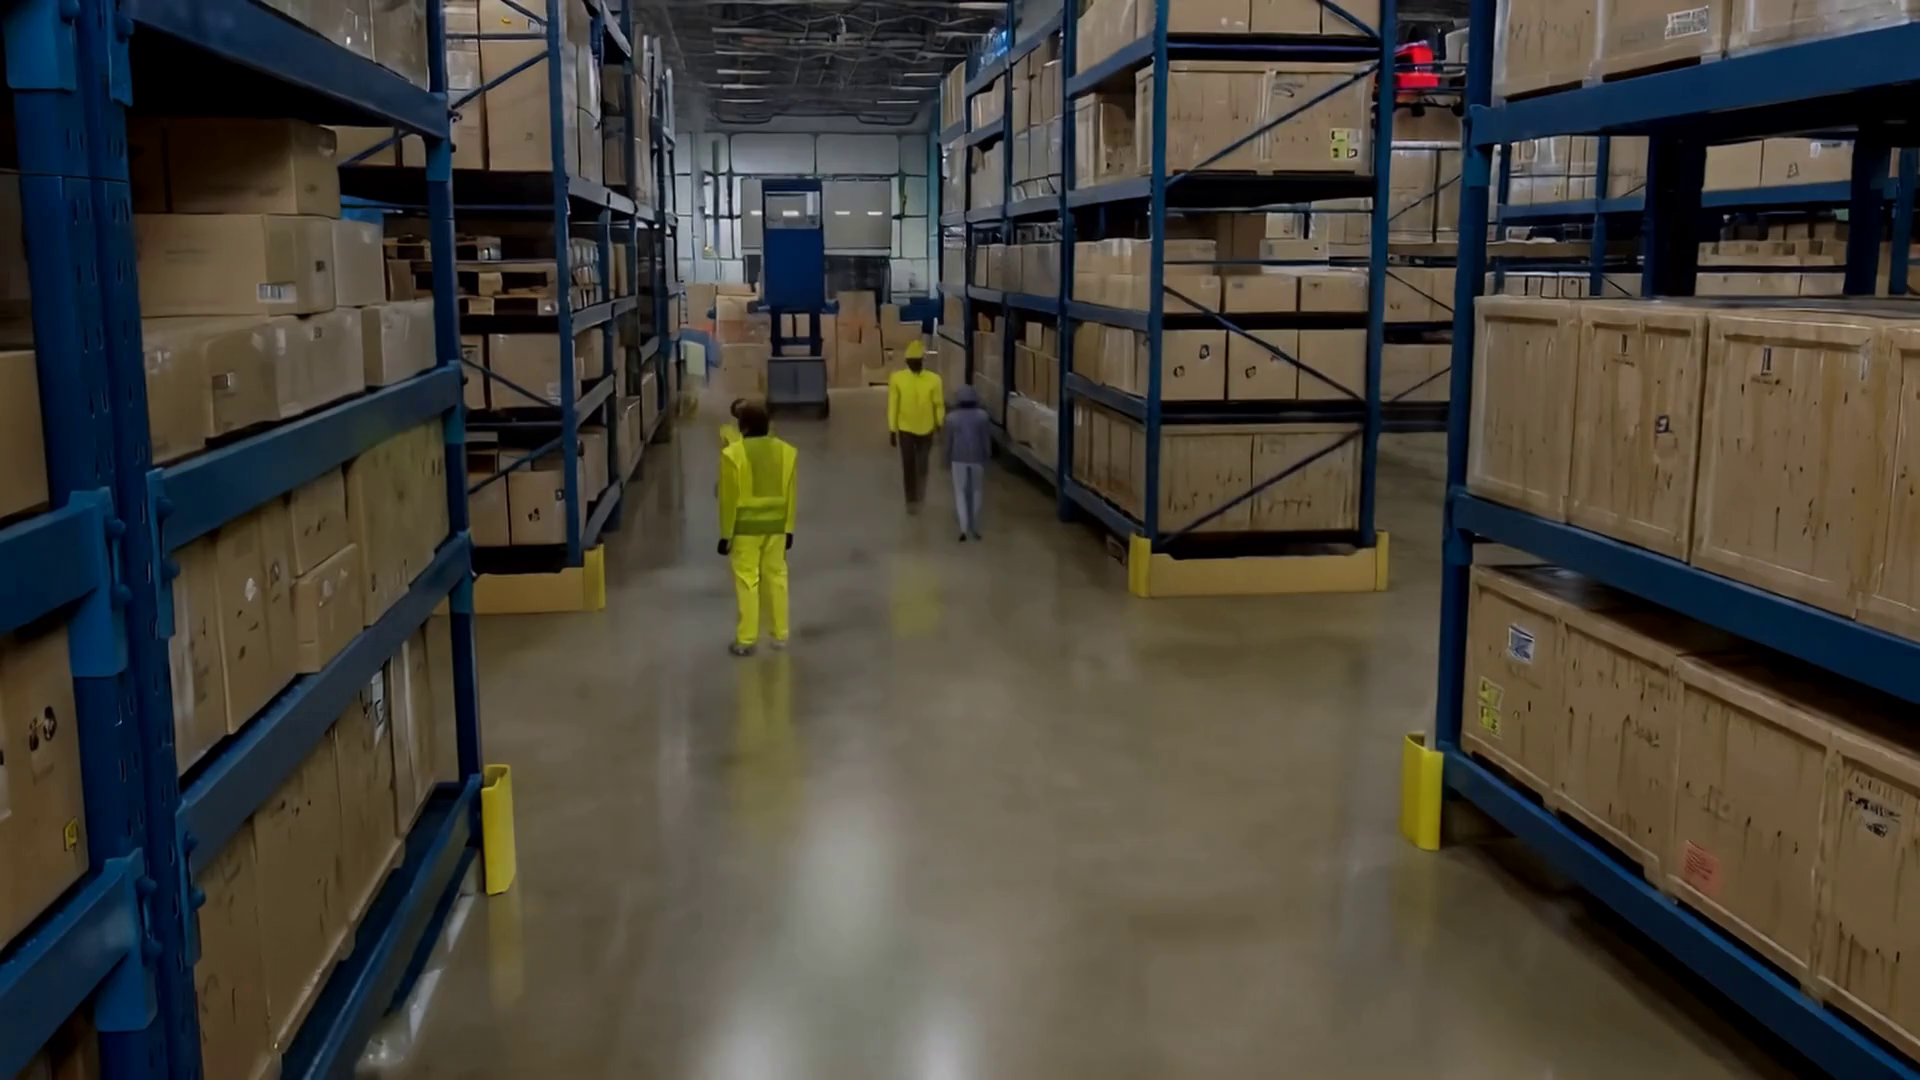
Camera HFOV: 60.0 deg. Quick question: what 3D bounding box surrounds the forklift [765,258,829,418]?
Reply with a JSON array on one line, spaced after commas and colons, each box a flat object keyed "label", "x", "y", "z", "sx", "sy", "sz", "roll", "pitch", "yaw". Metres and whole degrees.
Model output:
[{"label": "forklift", "x": -2.944, "y": -3.646, "z": 29.795, "sx": 1.129, "sy": 2.768, "sz": 1.873, "roll": -1, "pitch": 10, "yaw": -7}]

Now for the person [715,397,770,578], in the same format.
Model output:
[{"label": "person", "x": -1.957, "y": -0.469, "z": 14.959, "sx": 0.556, "sy": 1.617, "sz": 0.585, "roll": 1, "pitch": 10, "yaw": 5}]

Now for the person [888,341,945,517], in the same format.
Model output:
[{"label": "person", "x": -0.483, "y": -1.272, "z": 18.704, "sx": 0.633, "sy": 1.947, "sz": 1.016, "roll": -1, "pitch": 10, "yaw": -5}]

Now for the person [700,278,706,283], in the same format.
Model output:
[{"label": "person", "x": -10.731, "y": -9.874, "z": 68.888, "sx": 0.674, "sy": 1.916, "sz": 0.441, "roll": 1, "pitch": 10, "yaw": 4}]

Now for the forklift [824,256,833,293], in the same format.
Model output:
[{"label": "forklift", "x": -4.925, "y": -8.543, "z": 58.301, "sx": 1.129, "sy": 2.768, "sz": 1.873, "roll": -7, "pitch": 12, "yaw": -35}]

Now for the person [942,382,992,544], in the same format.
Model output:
[{"label": "person", "x": 0.074, "y": -0.764, "z": 16.708, "sx": 0.501, "sy": 1.645, "sz": 0.408, "roll": -1, "pitch": 10, "yaw": -6}]

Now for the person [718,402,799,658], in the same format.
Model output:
[{"label": "person", "x": -1.468, "y": -0.070, "z": 12.004, "sx": 0.637, "sy": 1.840, "sz": 0.429, "roll": -7, "pitch": 12, "yaw": -35}]

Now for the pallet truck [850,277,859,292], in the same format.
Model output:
[{"label": "pallet truck", "x": -3.782, "y": -9.391, "z": 65.808, "sx": 1.885, "sy": 1.965, "sz": 0.823, "roll": 2, "pitch": 10, "yaw": 10}]
